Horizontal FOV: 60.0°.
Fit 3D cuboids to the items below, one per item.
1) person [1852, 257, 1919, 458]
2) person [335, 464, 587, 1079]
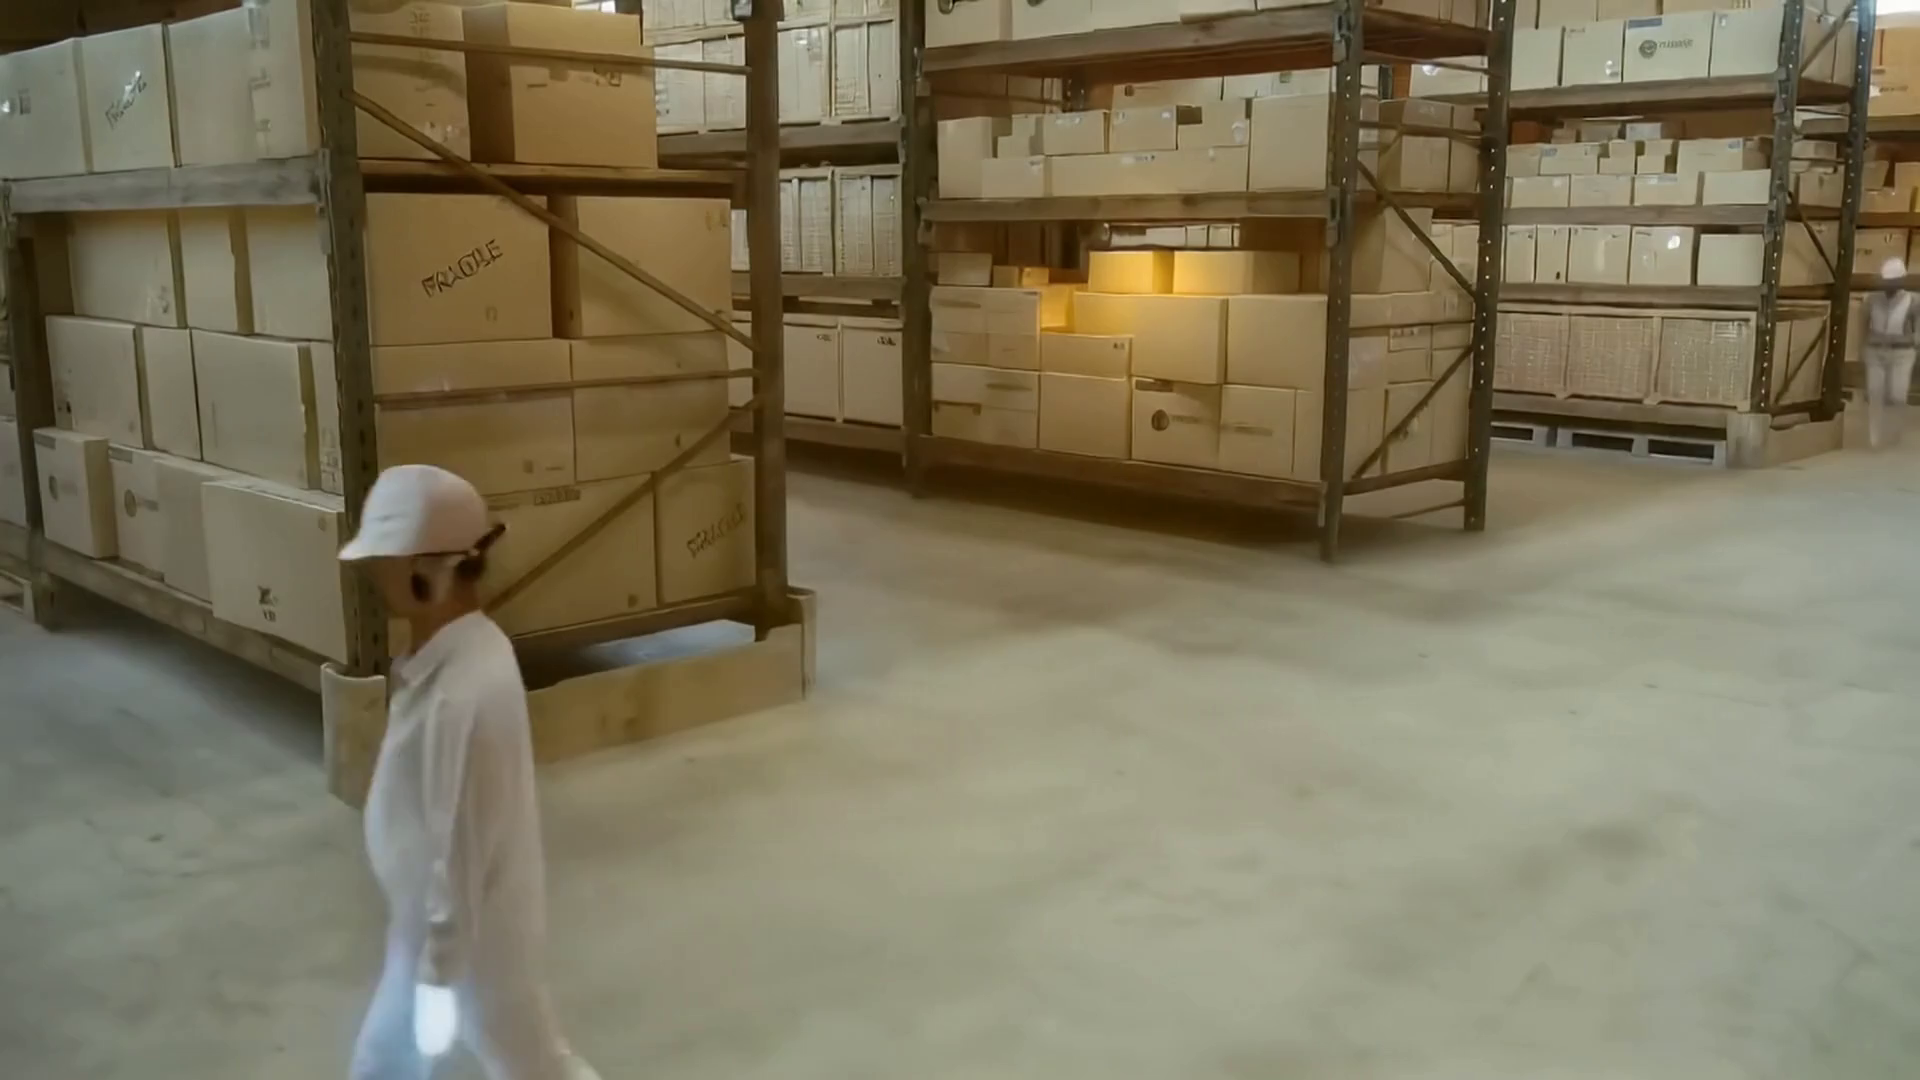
[{"bbox_3d":[8.886,-1.736,15.936,0.609,1.925,0.515,9,14,41],"label":"person"},{"bbox_3d":[-0.949,0.699,3.239,0.875,1.714,0.573,-3,11,-17],"label":"person"}]
